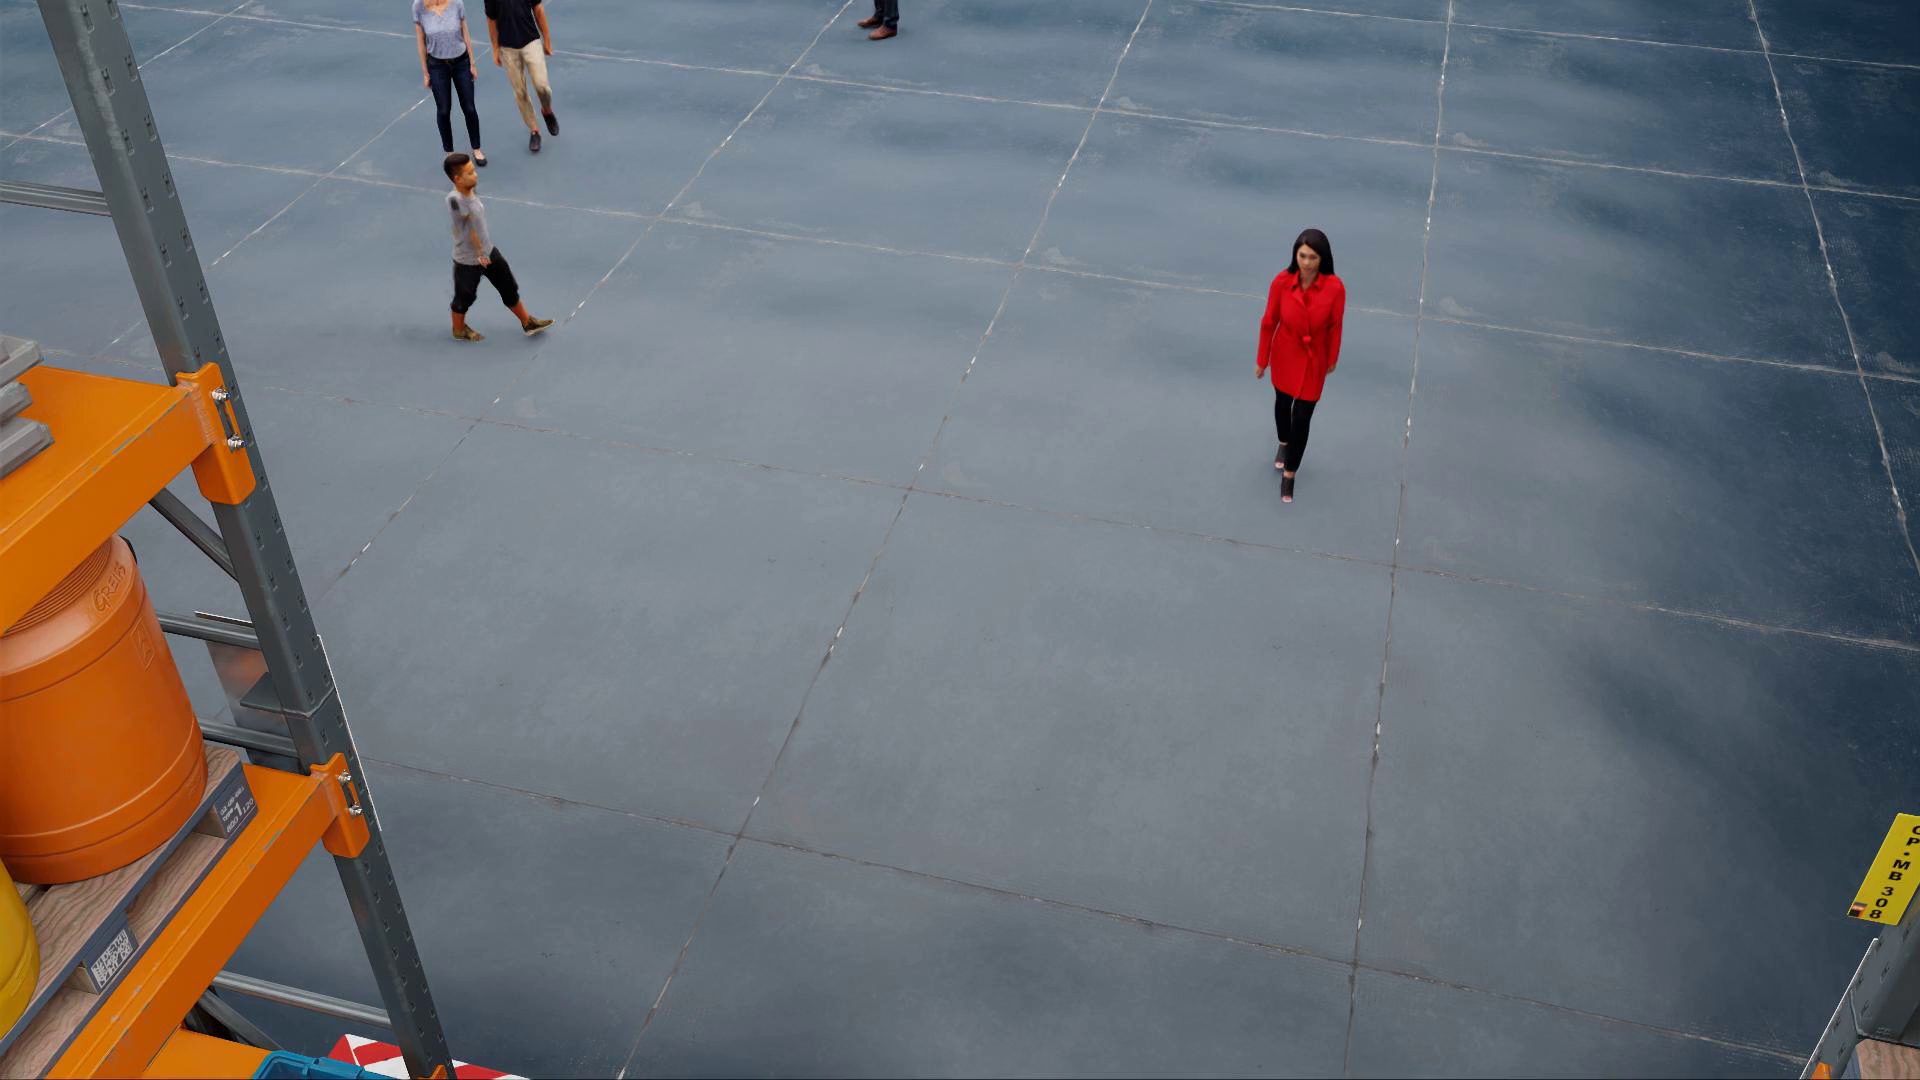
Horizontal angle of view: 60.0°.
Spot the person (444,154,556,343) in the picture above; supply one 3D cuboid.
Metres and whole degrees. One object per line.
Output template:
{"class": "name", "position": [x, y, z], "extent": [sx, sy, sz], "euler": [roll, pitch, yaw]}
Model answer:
{"class": "person", "position": [-3.446, -2.037, 11.517], "extent": [0.783, 1.428, 0.949], "euler": [3, 38, 4]}

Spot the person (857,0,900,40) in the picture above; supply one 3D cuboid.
{"class": "person", "position": [-0.764, -5.802, 15.937], "extent": [0.893, 1.910, 0.775], "euler": [-10, 39, -13]}

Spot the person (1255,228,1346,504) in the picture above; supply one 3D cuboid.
{"class": "person", "position": [2.067, -1.133, 10.122], "extent": [0.637, 1.722, 0.819], "euler": [11, 39, 13]}

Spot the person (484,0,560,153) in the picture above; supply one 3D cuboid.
{"class": "person", "position": [-3.695, -4.178, 13.927], "extent": [0.782, 1.830, 0.835], "euler": [-9, 39, -12]}

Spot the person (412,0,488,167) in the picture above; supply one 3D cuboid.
{"class": "person", "position": [-4.201, -3.907, 13.669], "extent": [0.668, 1.721, 0.681], "euler": [-11, 39, -14]}
